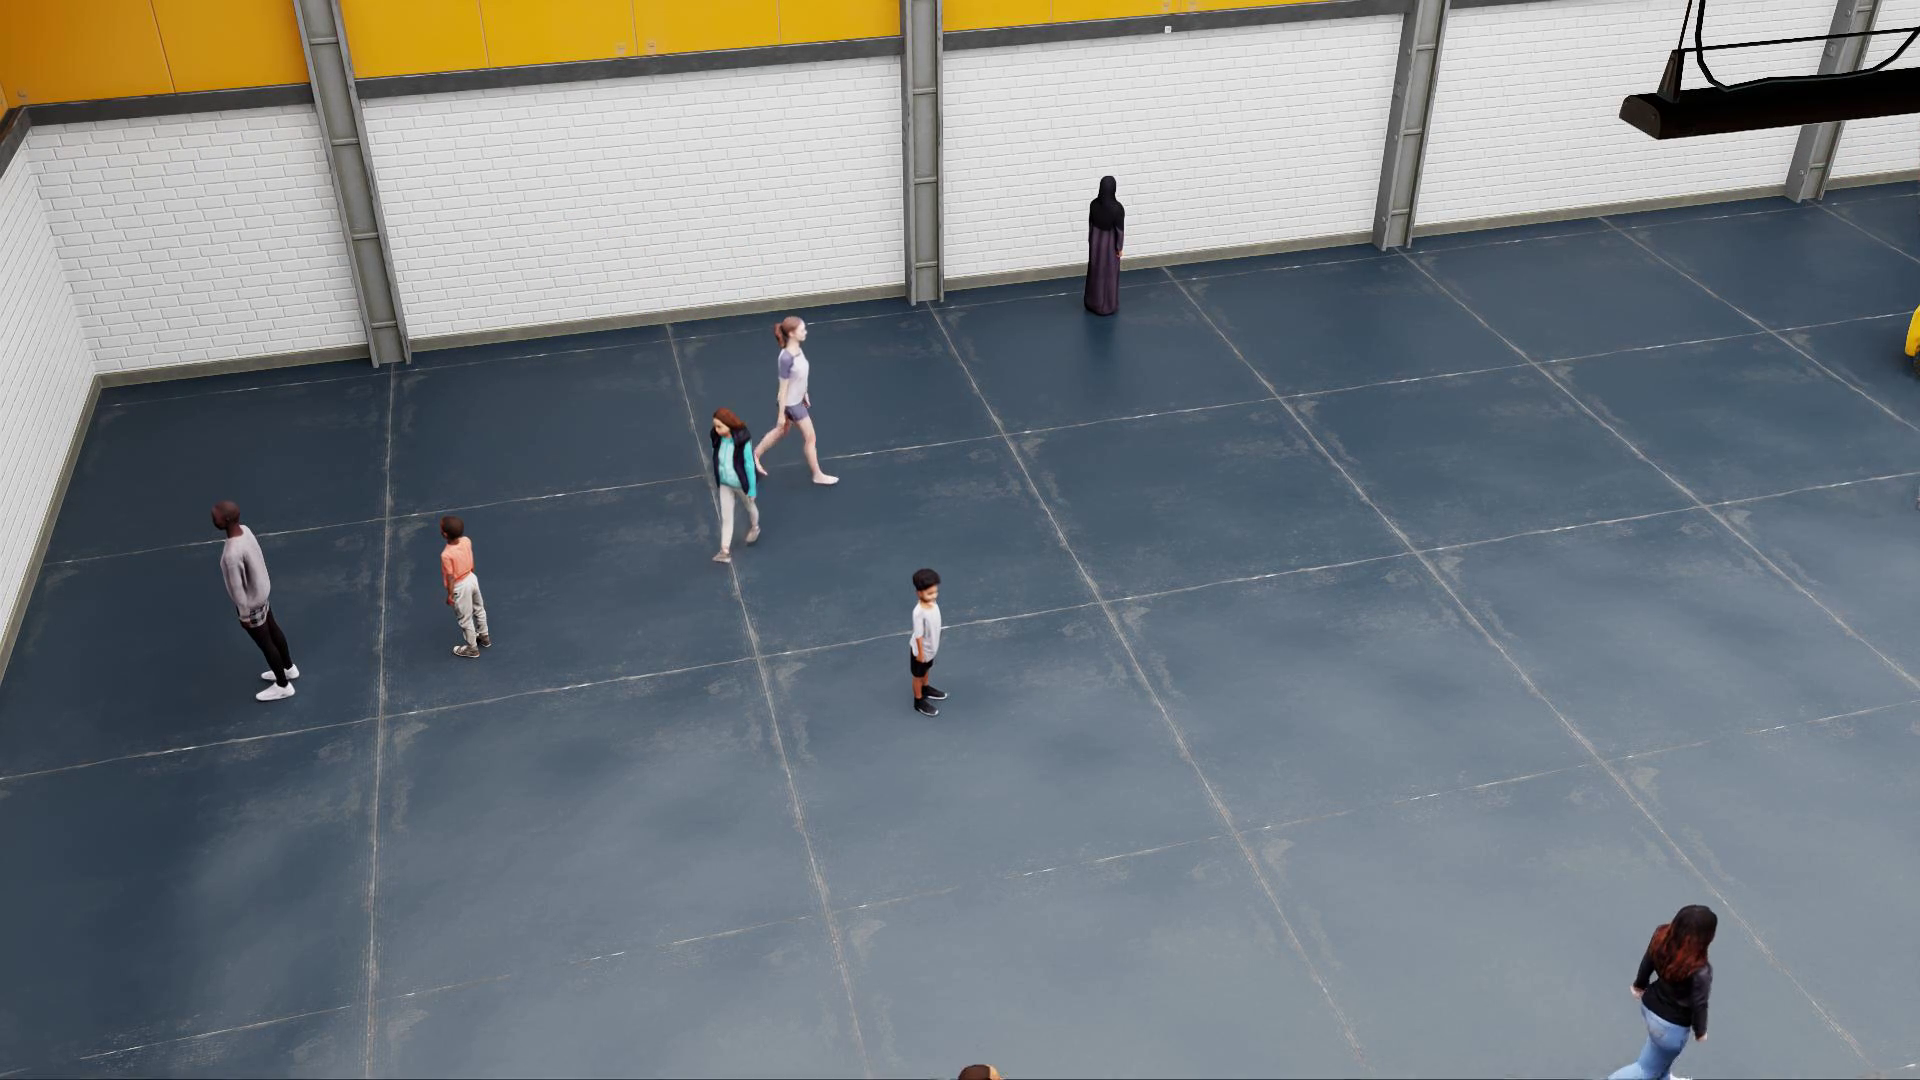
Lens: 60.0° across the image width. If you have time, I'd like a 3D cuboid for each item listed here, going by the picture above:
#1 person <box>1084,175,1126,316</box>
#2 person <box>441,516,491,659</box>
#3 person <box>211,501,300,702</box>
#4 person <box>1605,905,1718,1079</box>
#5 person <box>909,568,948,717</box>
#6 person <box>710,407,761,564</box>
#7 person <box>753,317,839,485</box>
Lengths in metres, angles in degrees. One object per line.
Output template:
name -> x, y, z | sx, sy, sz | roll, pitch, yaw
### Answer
person -> 1.629, -3.342, 18.785 | 0.716, 1.611, 0.773 | 19, 38, 26
person -> -4.025, 0.363, 13.482 | 0.615, 1.310, 0.563 | 15, 36, 21
person -> -5.480, 0.450, 12.937 | 0.528, 1.770, 0.620 | -6, 34, -9
person -> 4.020, 2.765, 9.604 | 1.108, 1.605, 0.707 | -5, 34, -7
person -> -0.280, 0.767, 12.922 | 0.626, 1.258, 0.577 | 13, 36, 18
person -> -1.932, -0.542, 14.718 | 1.017, 1.450, 1.009 | 12, 35, 17
person -> -1.662, -1.282, 15.584 | 1.192, 1.723, 0.844 | 3, 34, 4
